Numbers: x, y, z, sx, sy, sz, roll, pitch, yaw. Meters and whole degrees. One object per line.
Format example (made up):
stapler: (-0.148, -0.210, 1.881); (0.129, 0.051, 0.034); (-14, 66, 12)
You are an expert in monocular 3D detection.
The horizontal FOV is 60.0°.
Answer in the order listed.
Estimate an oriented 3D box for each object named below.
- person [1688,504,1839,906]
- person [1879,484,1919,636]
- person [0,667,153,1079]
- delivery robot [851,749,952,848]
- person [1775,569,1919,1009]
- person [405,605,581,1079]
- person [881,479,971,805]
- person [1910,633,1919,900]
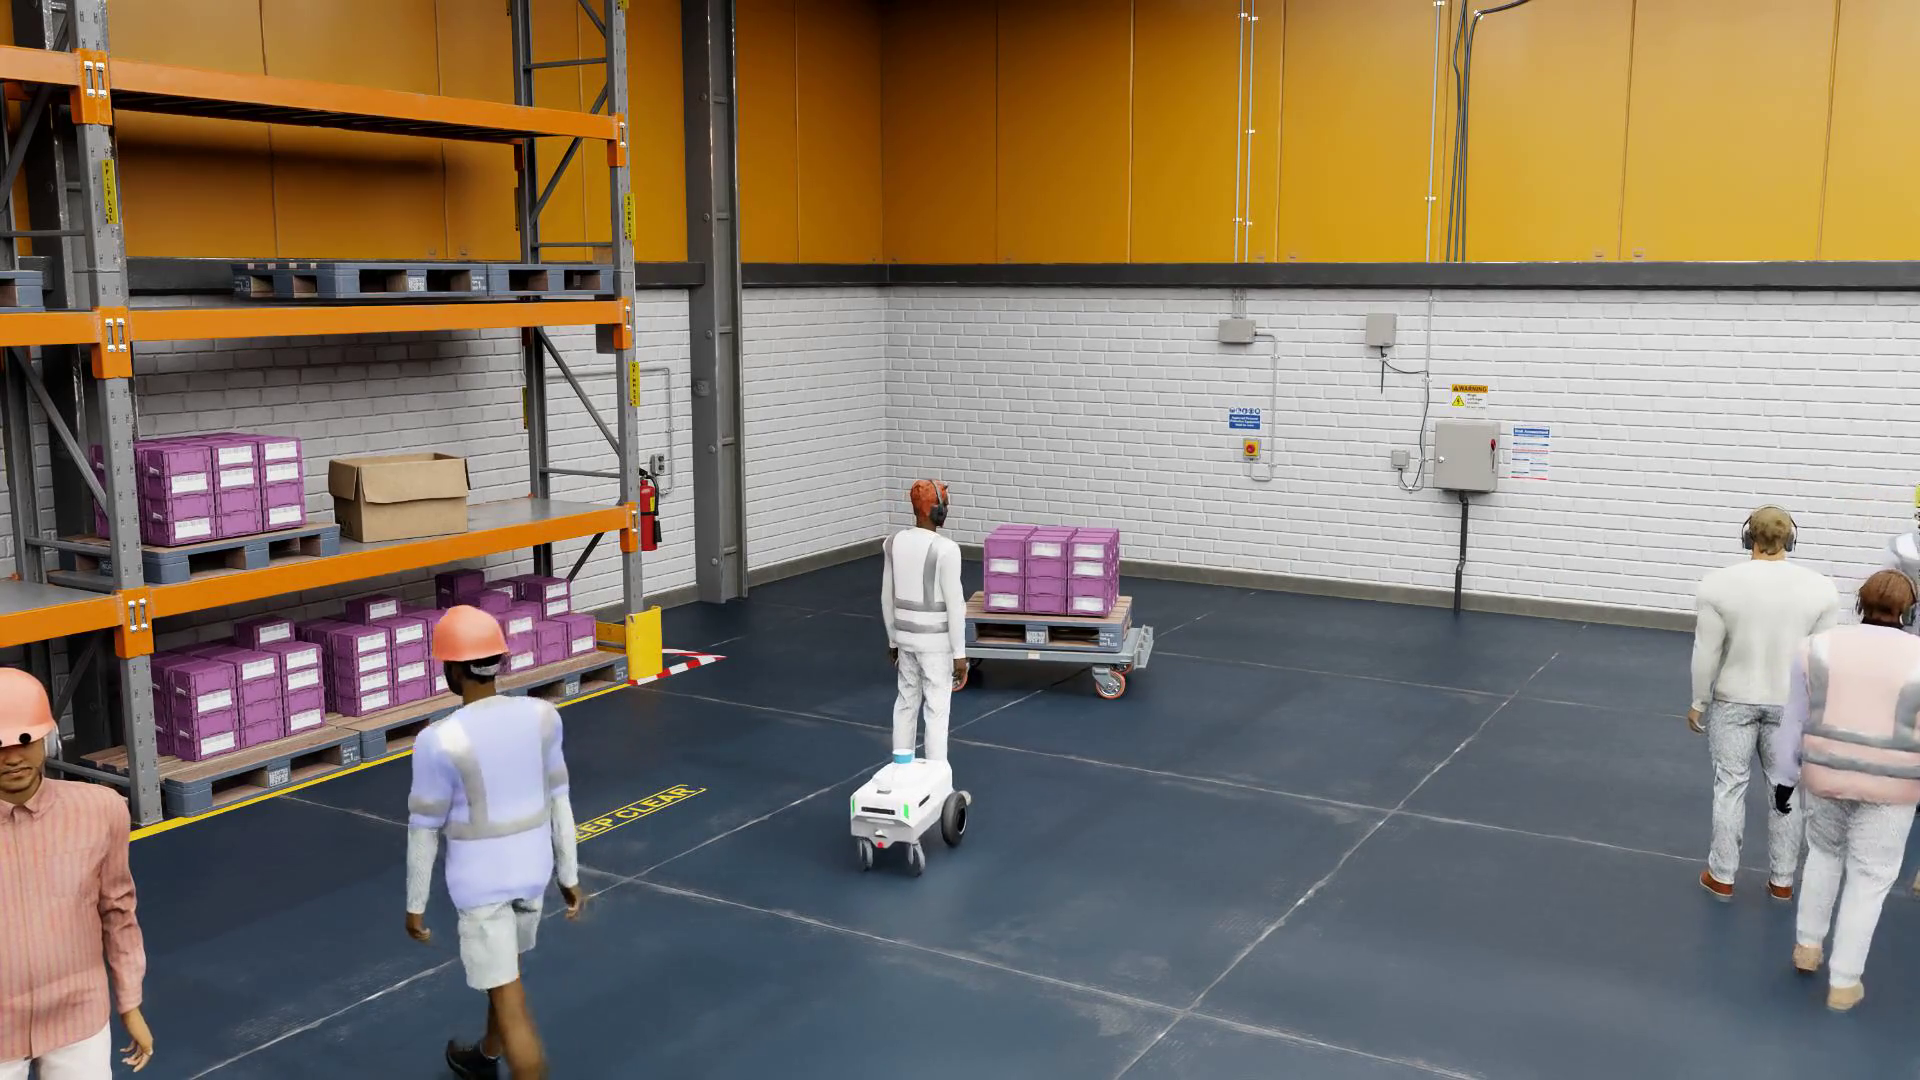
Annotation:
person: (3.841, 0.792, 7.999); (0.635, 1.936, 0.353); (2, 9, 14)
person: (5.807, 0.523, 10.041); (0.615, 1.821, 0.576); (2, 9, 11)
person: (-2.528, 1.320, 4.522); (0.611, 1.996, 0.378); (-8, 12, -41)
delivery robot: (-0.299, 1.331, 8.644); (0.477, 0.478, 0.707); (3, 10, 18)
person: (3.800, 1.019, 6.963); (0.641, 1.815, 0.680); (8, 12, 41)
person: (-1.689, 1.164, 5.823); (0.951, 1.887, 0.553); (8, 12, 40)
person: (-0.193, 0.591, 9.421); (0.584, 1.882, 0.337); (8, 12, 42)
person: (4.744, 0.826, 7.586); (0.625, 1.999, 0.925); (-2, 9, -10)
